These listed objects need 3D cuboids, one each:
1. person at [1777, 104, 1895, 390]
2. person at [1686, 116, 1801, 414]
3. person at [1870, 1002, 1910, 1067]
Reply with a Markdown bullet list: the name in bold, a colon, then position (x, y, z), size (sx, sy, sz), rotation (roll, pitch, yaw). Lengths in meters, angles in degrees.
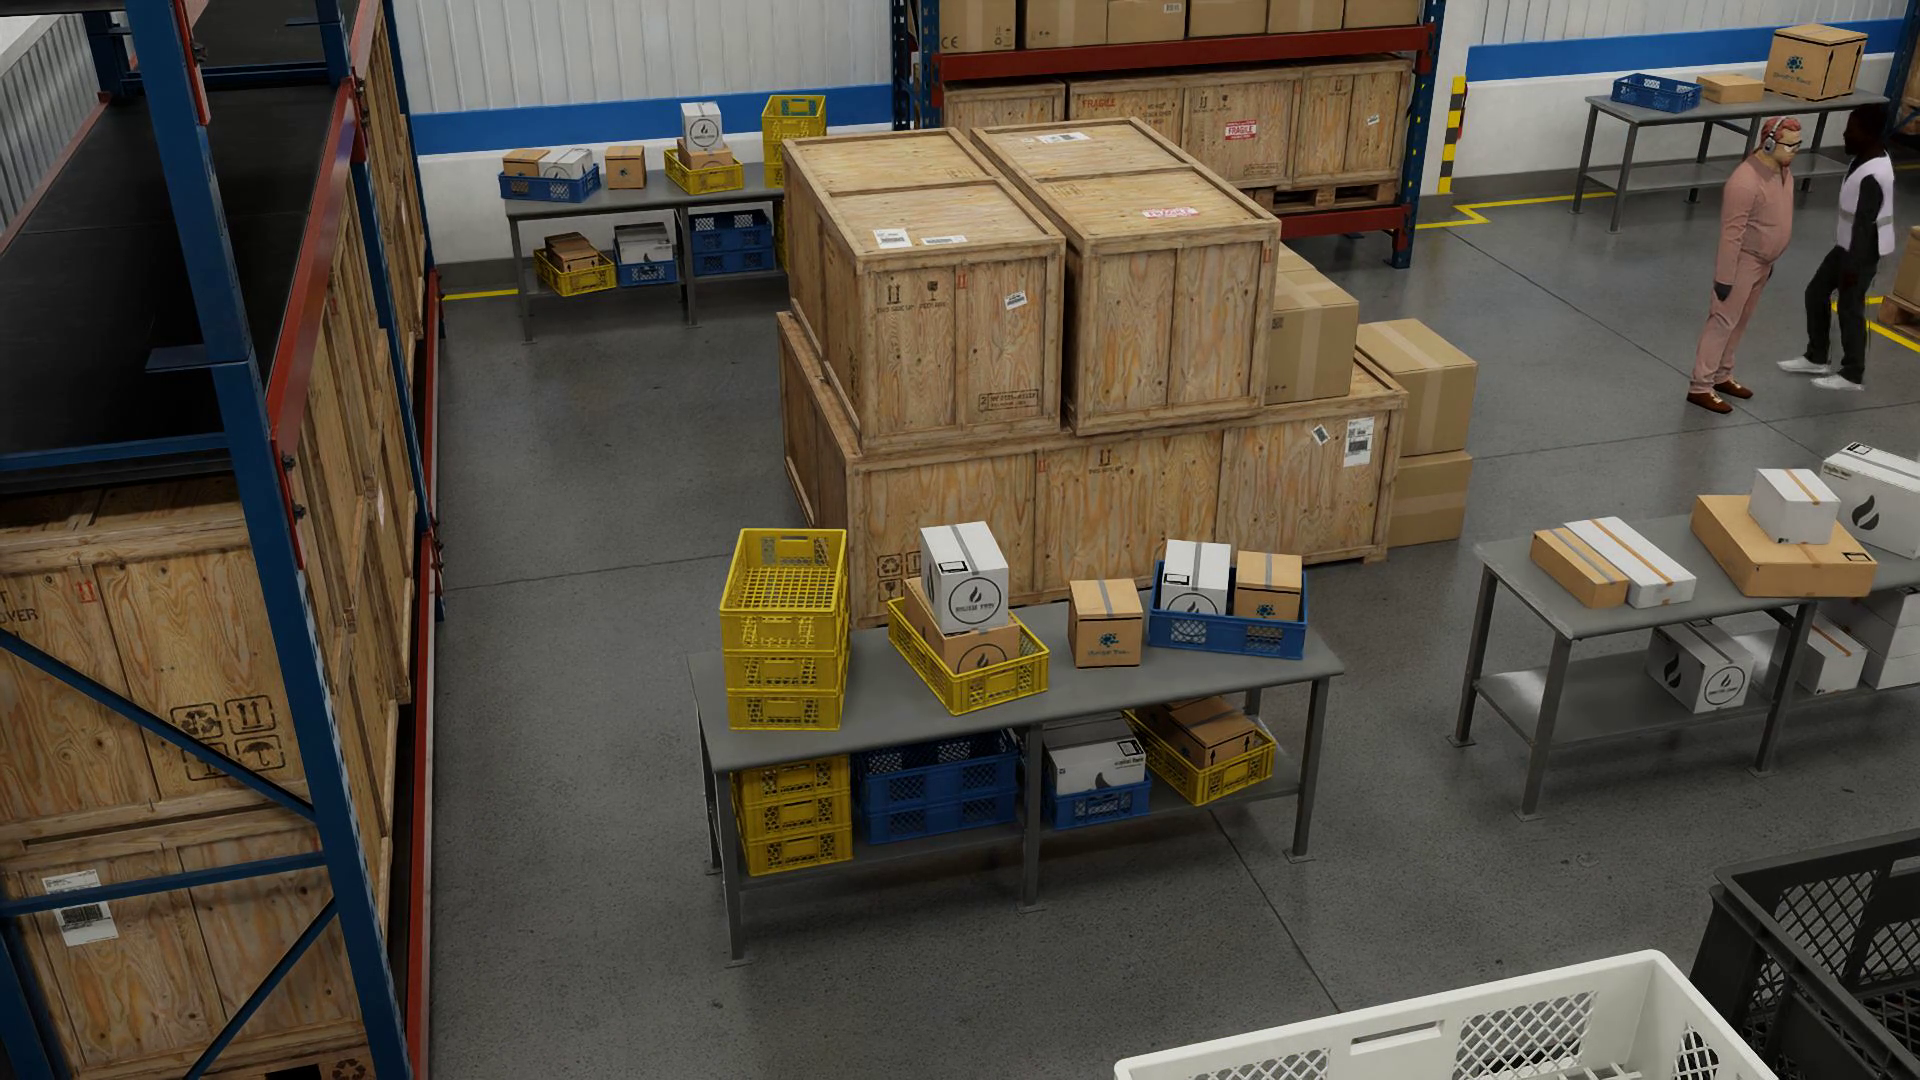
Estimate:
- **person**: position (5.824, -1.902, 10.896), size (0.636, 1.883, 0.610), rotation (10, 31, 18)
- **person**: position (5.027, -1.755, 10.603), size (0.641, 1.900, 0.404), rotation (-25, 38, -38)
- **person**: position (2.051, 1.816, 4.175), size (0.429, 1.842, 0.633), rotation (-21, 35, -32)
